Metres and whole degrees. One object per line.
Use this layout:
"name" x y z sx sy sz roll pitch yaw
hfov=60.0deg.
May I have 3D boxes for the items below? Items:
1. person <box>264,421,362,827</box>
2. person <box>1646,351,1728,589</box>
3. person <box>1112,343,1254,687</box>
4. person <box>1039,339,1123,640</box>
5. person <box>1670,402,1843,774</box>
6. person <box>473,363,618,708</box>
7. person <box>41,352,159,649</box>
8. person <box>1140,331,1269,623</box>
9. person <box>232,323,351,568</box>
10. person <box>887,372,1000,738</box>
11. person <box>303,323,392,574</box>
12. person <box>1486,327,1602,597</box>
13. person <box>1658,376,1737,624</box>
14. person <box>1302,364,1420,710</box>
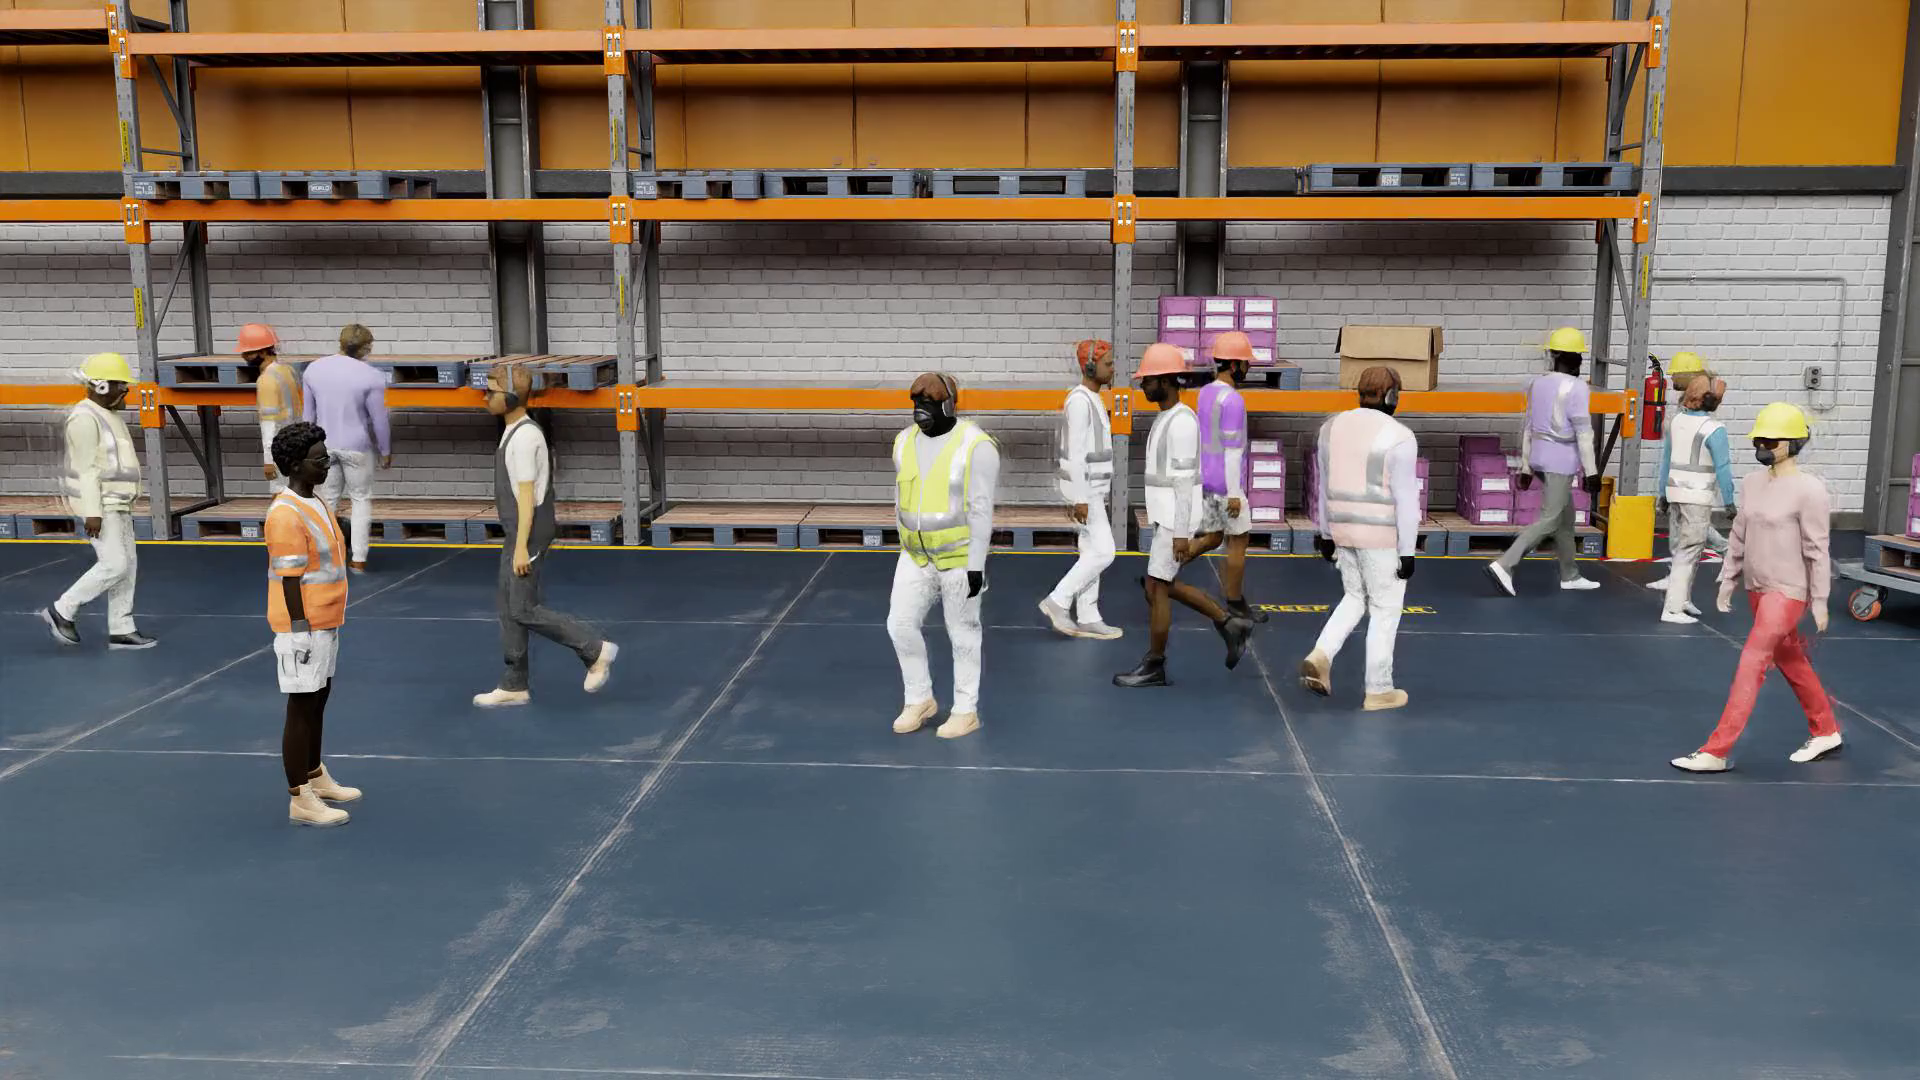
"person" -2.736 0.347 7.013 0.315 1.696 0.541 -1 10 -8
"person" 5.268 -0.483 11.817 0.583 1.716 0.516 3 10 17
"person" 1.252 -0.128 9.185 0.748 1.913 0.544 -1 10 -5
"person" 0.802 -0.298 10.267 0.424 1.873 0.599 2 10 14
"person" 3.767 0.223 7.667 0.919 1.725 0.543 -2 10 -9
"person" -2.218 -0.016 8.742 0.670 1.830 0.518 -4 10 -21
"person" -5.175 -0.215 9.981 0.539 1.808 0.611 -1 10 -8
"person" 1.606 -0.384 10.677 0.765 1.914 0.548 -2 10 -13
"person" -5.029 -0.696 12.564 0.757 1.886 0.602 -2 10 -14
"person" -0.099 0.091 8.166 0.625 1.824 0.532 6 11 32
"person" -4.578 -0.667 12.418 0.680 1.887 0.412 1 10 8
"person" 4.129 -0.545 11.678 0.905 1.897 0.603 -2 10 -12
"person" 4.785 -0.249 10.736 0.539 1.615 0.526 -2 10 -12
"person" 2.113 -0.002 8.681 0.525 1.821 0.649 -6 12 -33
